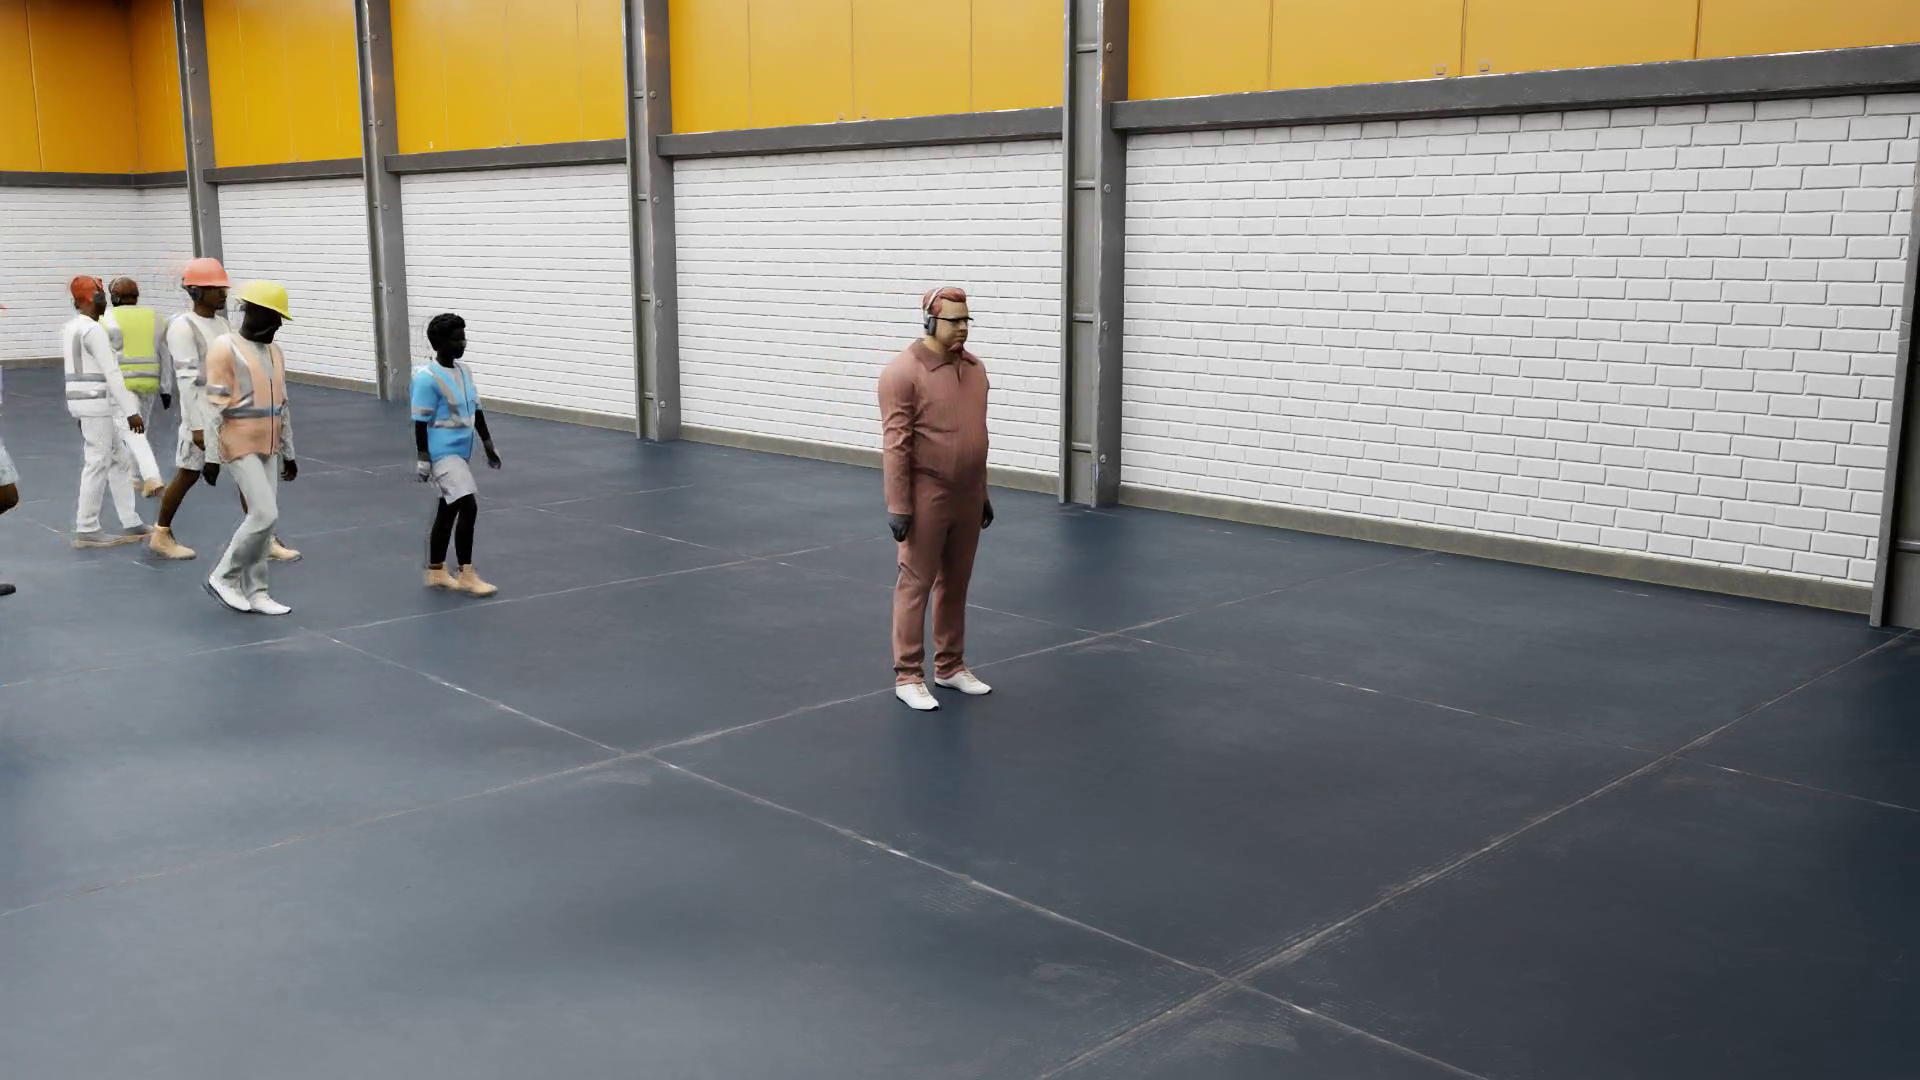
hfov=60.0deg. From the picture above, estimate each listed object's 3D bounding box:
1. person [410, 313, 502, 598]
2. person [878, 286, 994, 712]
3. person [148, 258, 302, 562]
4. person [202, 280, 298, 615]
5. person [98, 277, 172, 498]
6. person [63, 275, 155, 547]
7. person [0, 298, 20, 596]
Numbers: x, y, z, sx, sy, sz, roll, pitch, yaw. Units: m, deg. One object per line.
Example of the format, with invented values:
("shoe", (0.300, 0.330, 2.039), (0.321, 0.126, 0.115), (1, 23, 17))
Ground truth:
("person", (-2.939, -0.499, 9.842), (0.631, 1.674, 0.541), (1, 10, 8))
("person", (-0.070, -0.192, 7.565), (0.402, 1.904, 0.652), (9, 14, 41))
("person", (-4.890, -0.827, 10.810), (1.051, 1.997, 0.623), (2, 11, 11))
("person", (-3.952, -0.507, 9.326), (0.417, 1.881, 0.652), (2, 11, 11))
("person", (-6.802, -1.256, 13.676), (0.960, 1.805, 0.636), (7, 12, 34))
("person", (-5.879, -0.880, 11.433), (0.566, 1.856, 0.686), (-8, 13, -38))
("person", (-5.823, -0.611, 9.829), (0.544, 1.911, 0.599), (0, 10, 1))
